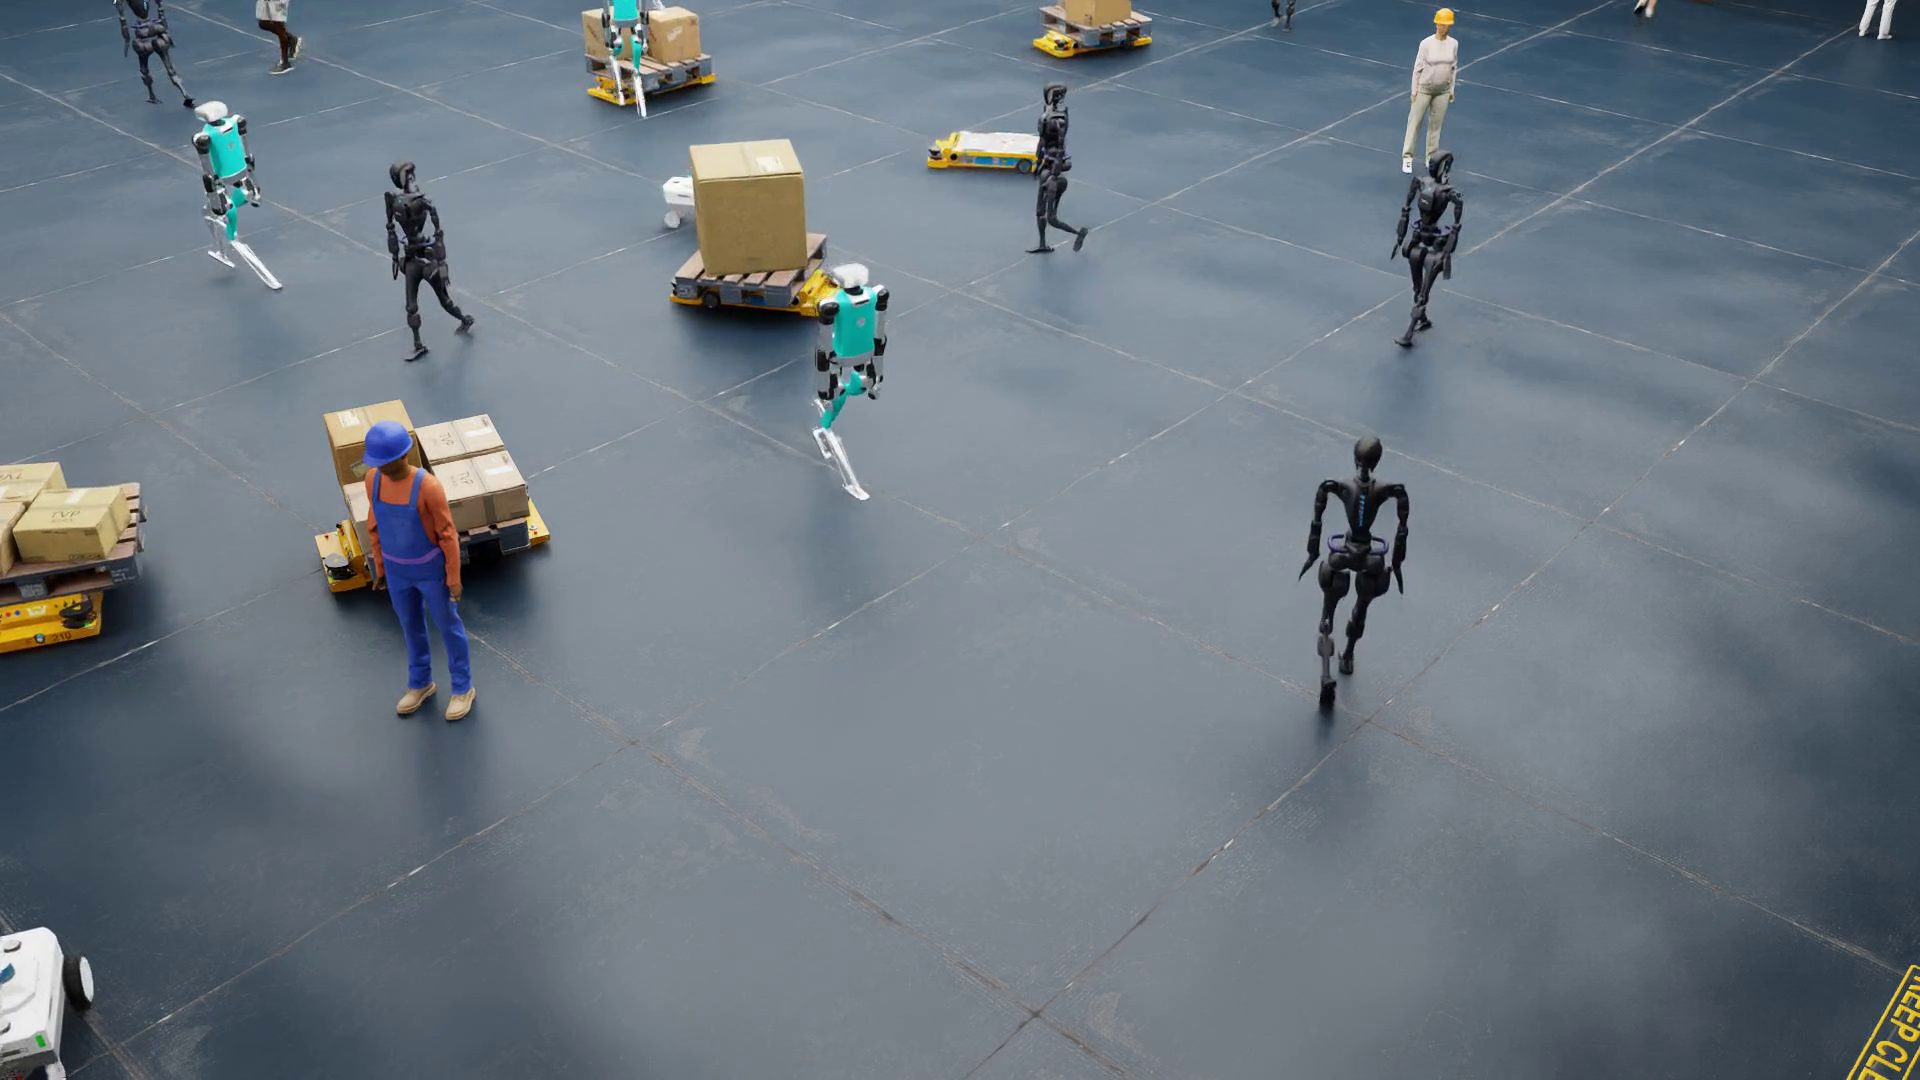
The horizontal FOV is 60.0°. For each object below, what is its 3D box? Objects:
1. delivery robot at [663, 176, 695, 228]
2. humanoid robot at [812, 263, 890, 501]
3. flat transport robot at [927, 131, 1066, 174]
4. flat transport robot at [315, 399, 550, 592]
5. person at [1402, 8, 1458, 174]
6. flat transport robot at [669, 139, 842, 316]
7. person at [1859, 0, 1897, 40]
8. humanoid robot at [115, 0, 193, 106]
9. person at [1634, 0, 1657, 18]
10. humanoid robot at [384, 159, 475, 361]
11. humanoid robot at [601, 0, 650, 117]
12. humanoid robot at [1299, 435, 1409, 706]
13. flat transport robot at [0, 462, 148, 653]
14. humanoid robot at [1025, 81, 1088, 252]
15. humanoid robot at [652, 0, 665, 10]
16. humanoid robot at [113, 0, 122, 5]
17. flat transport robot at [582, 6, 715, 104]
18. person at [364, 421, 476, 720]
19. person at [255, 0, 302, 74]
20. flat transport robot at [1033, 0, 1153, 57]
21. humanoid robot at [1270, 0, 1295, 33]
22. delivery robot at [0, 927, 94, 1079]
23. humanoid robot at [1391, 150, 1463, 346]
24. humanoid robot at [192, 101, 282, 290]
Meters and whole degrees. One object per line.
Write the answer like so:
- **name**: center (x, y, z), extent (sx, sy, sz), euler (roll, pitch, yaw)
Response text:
- **delivery robot**: center (-2.505, -3.321, 16.226), extent (0.793, 0.590, 0.499), euler (7, 33, 11)
- **humanoid robot**: center (-0.924, -1.223, 11.741), extent (0.539, 1.757, 0.969), euler (-20, 37, -29)
- **flat transport robot**: center (0.402, -4.163, 17.858), extent (1.431, 0.231, 0.659), euler (4, 32, 6)
- **flat transport robot**: center (-3.541, -0.020, 11.186), extent (1.431, 0.231, 0.659), euler (-15, 35, -22)
- **person**: center (4.918, -4.679, 17.331), extent (0.466, 1.700, 0.315), euler (-4, 32, -7)
- **flat transport robot**: center (-1.806, -2.244, 14.768), extent (1.431, 0.231, 0.659), euler (7, 33, 11)
- **person**: center (12.170, -7.392, 21.755), extent (0.304, 1.639, 0.521), euler (-27, 41, -36)
- **humanoid robot**: center (-9.383, -5.836, 19.268), extent (0.777, 1.630, 0.591), euler (20, 37, 29)
- **person**: center (9.545, -8.082, 22.654), extent (0.551, 1.861, 0.447), euler (11, 33, 16)
- **humanoid robot**: center (-4.377, -2.320, 13.619), extent (0.591, 1.648, 0.772), euler (13, 34, 20)
- **humanoid robot**: center (-3.843, -5.759, 19.076), extent (0.532, 1.792, 0.889), euler (-10, 33, -16)
- **humanoid robot**: center (2.271, 0.167, 9.573), extent (0.601, 1.631, 0.675), euler (6, 32, 9)
- **flat transport robot**: center (-5.910, 0.234, 10.777), extent (0.659, 0.231, 1.431), euler (-11, 33, -17)
- **humanoid robot**: center (0.902, -3.438, 15.355), extent (0.501, 1.641, 0.584), euler (-9, 33, -14)
- **humanoid robot**: center (-4.496, -8.214, 23.051), extent (0.882, 1.830, 0.536), euler (13, 34, 20)
- **humanoid robot**: center (-11.887, -8.426, 23.304), extent (0.534, 1.744, 0.709), euler (-12, 34, -19)
- **flat transport robot**: center (-3.728, -5.549, 20.090), extent (0.659, 0.231, 1.431), euler (27, 41, 36)
- **person**: center (-3.049, 0.168, 9.338), extent (0.521, 1.902, 0.379), euler (8, 33, 12)
- **person**: center (-8.437, -6.750, 20.442), extent (0.601, 1.944, 0.541), euler (16, 35, 24)
- **flat transport robot**: center (1.733, -6.555, 21.710), extent (1.431, 0.231, 0.659), euler (-16, 35, -24)
- **humanoid robot**: center (4.362, -7.571, 22.014), extent (0.585, 1.647, 0.336), euler (11, 34, 18)
- **delivery robot**: center (-4.242, 2.115, 7.492), extent (0.499, 0.610, 0.814), euler (-11, 34, -18)
- **humanoid robot**: center (3.827, -2.417, 13.738), extent (0.750, 1.626, 0.601), euler (-24, 39, -34)
- **humanoid robot**: center (-6.634, -3.064, 14.759), extent (1.053, 1.766, 0.592), euler (15, 35, 23)
